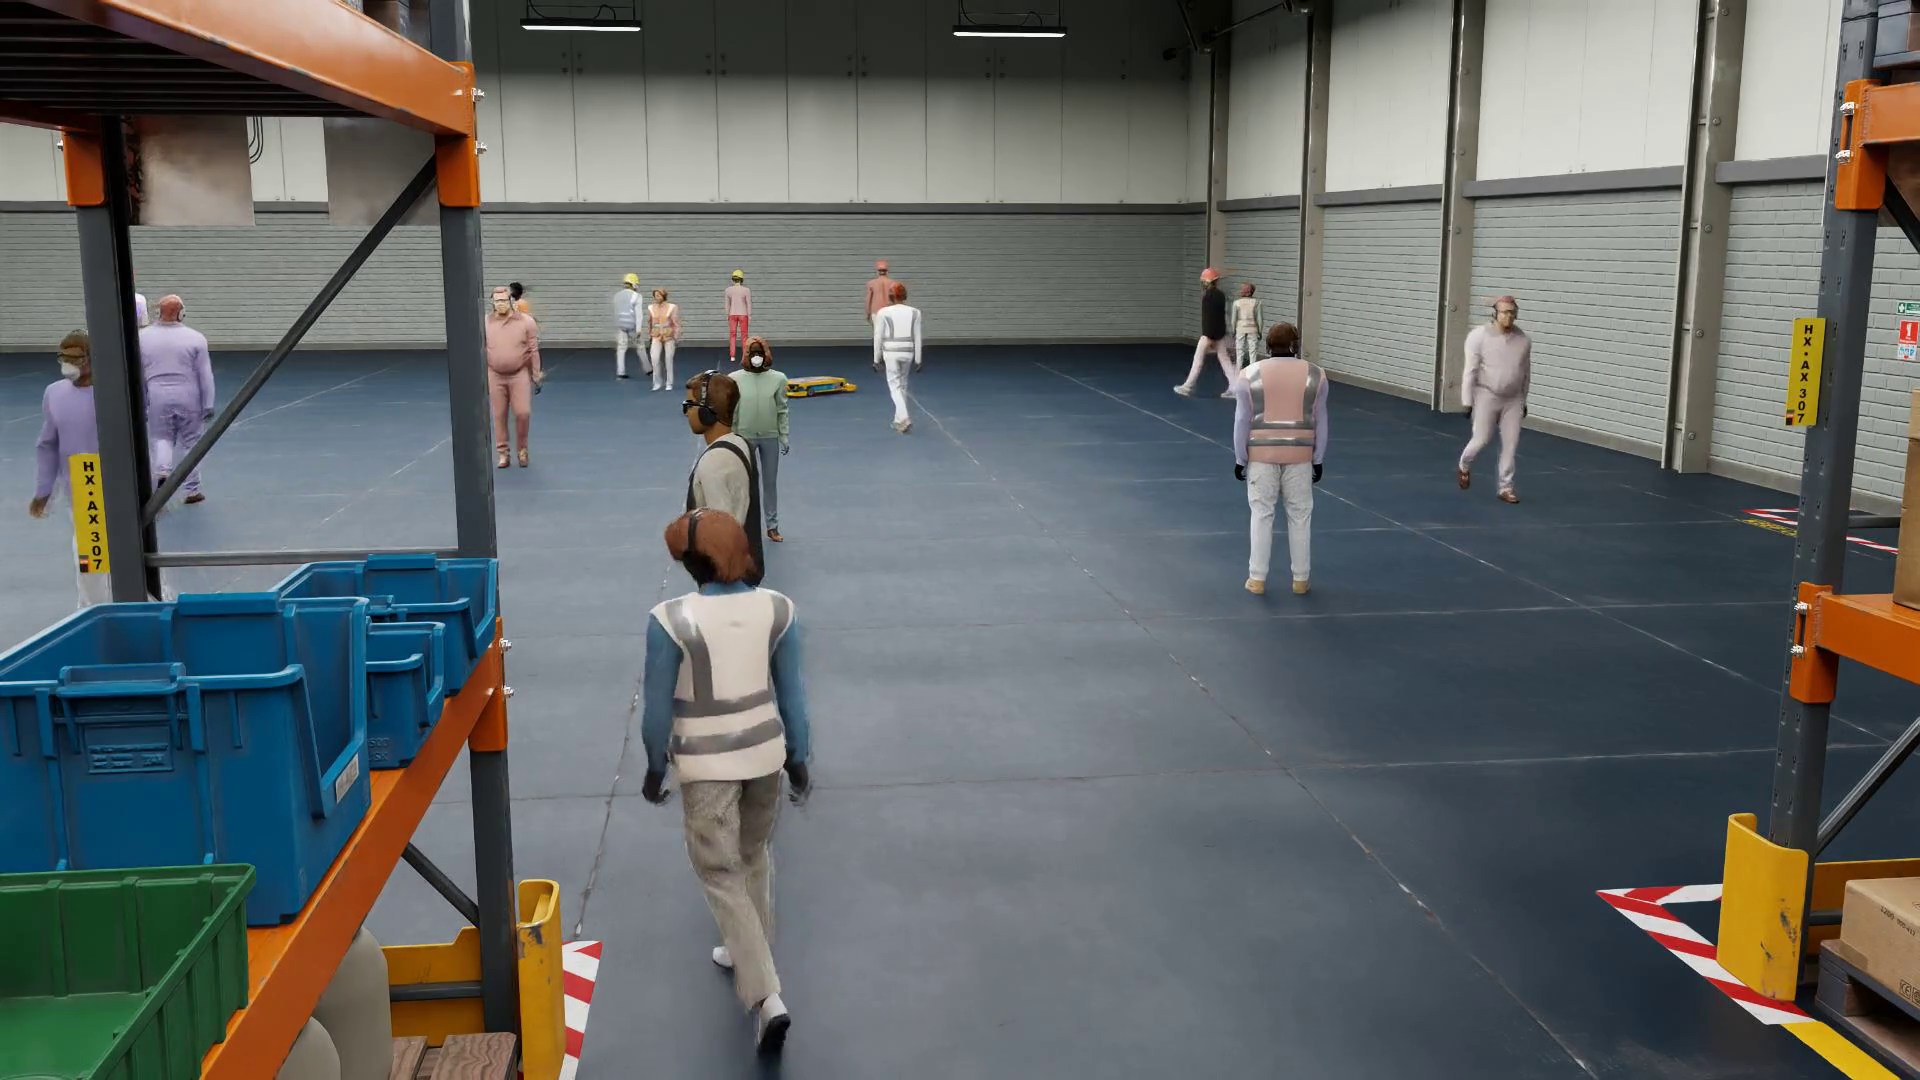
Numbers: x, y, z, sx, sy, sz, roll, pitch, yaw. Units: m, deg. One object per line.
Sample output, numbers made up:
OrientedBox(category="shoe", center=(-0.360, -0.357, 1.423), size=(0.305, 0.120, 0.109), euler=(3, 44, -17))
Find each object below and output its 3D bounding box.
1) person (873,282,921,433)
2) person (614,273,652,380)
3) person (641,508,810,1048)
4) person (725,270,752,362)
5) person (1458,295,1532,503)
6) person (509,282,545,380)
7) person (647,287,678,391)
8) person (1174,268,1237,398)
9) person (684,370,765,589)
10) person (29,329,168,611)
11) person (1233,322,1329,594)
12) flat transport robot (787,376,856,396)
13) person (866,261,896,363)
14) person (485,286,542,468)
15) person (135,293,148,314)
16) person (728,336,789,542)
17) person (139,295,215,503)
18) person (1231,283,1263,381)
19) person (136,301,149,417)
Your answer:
OrientedBox(category="person", center=(-0.741, -2.245, 20.542), size=(0.583, 1.862, 0.876), euler=(-5, 11, -25))
OrientedBox(category="person", center=(-5.545, -3.620, 28.238), size=(0.589, 1.776, 0.942), euler=(5, 11, 23))
OrientedBox(category="person", center=(-0.663, 0.697, 5.045), size=(0.508, 1.606, 0.751), euler=(-9, 13, -39))
OrientedBox(category="person", center=(-4.265, -4.317, 32.096), size=(0.536, 1.766, 0.322), euler=(1, 10, 7))
OrientedBox(category="person", center=(4.913, -1.307, 15.279), size=(0.650, 1.887, 0.736), euler=(-1, 10, -8))
OrientedBox(category="person", center=(-7.347, -3.460, 27.693), size=(0.892, 1.649, 0.548), euler=(-6, 12, -30))
OrientedBox(category="person", center=(-4.642, -3.120, 25.950), size=(0.519, 1.617, 0.584), euler=(0, 10, 3))
OrientedBox(category="person", center=(3.761, -3.093, 24.926), size=(1.052, 1.940, 0.616), euler=(9, 14, 40))
OrientedBox(category="person", center=(-1.012, 0.194, 7.147), size=(0.327, 1.843, 0.516), euler=(1, 10, 7))
OrientedBox(category="person", center=(-4.955, -0.278, 9.629), size=(0.643, 1.897, 1.018), euler=(4, 11, 23))
OrientedBox(category="person", center=(2.153, -0.547, 11.227), size=(0.624, 1.840, 0.430), euler=(1, 10, 4))
OrientedBox(category="flat transport robot", center=(-2.309, -2.360, 25.464), size=(0.652, 0.197, 1.431), euler=(8, 13, 36))
OrientedBox(category="person", center=(-1.492, -4.358, 31.858), size=(0.634, 1.942, 1.039), euler=(0, 10, 0))
OrientedBox(category="person", center=(-4.708, -1.677, 17.274), size=(0.687, 1.891, 0.541), euler=(-2, 10, -10))
OrientedBox(category="person", center=(-12.255, -3.008, 24.511), size=(0.547, 1.921, 0.418), euler=(-4, 11, -23))
OrientedBox(category="person", center=(-1.594, -0.787, 13.105), size=(0.505, 1.633, 0.279), euler=(-3, 11, -16))
OrientedBox(category="person", center=(-7.034, -1.248, 14.926), size=(0.662, 1.887, 0.492), euler=(-2, 10, -9))
OrientedBox(category="person", center=(4.749, -3.418, 27.523), size=(0.515, 1.636, 0.315), euler=(3, 11, 16))
OrientedBox(category="person", center=(-11.009, -2.522, 22.045), size=(0.564, 1.842, 0.393), euler=(0, 10, 2))
